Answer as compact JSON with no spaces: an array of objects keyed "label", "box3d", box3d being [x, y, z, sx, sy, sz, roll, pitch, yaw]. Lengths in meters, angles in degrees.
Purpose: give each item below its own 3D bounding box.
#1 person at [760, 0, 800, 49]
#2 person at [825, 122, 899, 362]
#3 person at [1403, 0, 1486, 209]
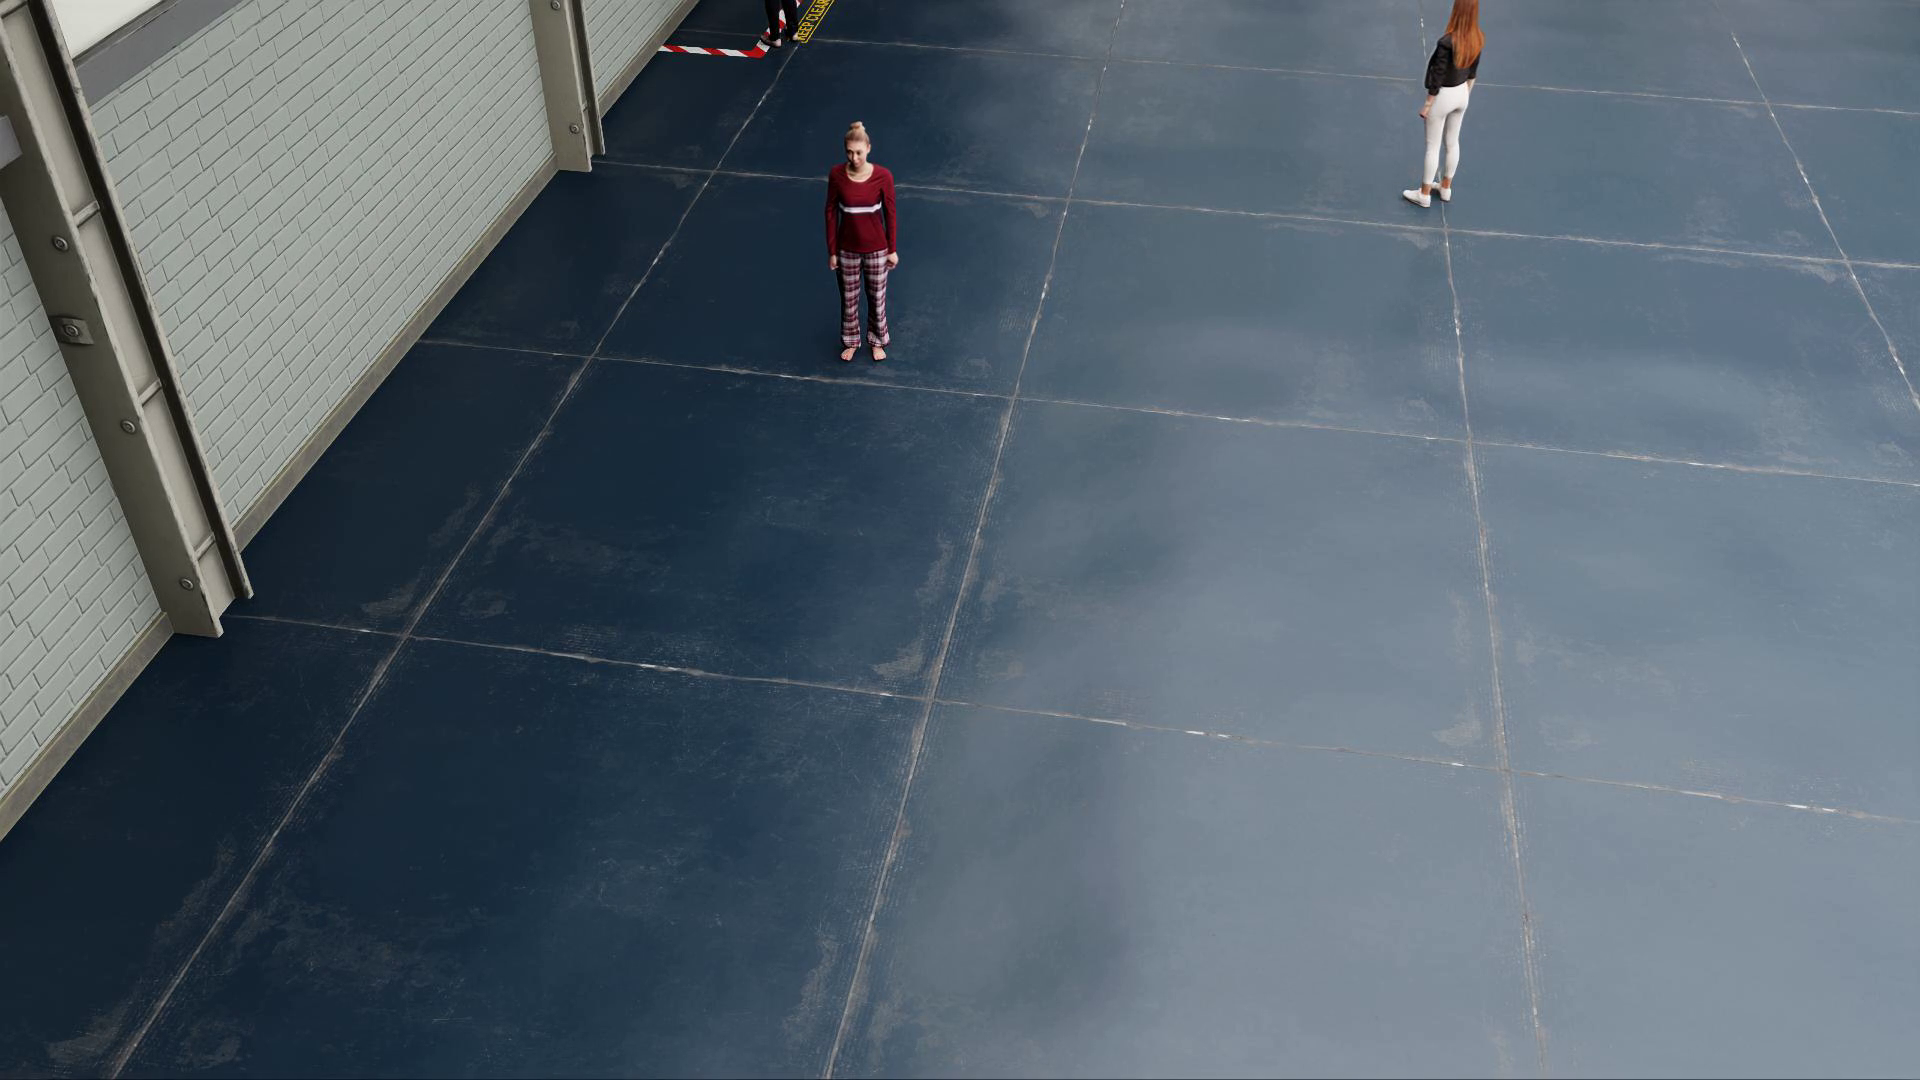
[{"label":"person","box3d":[-1.750,-5.495,15.723,0.758,1.616,0.835,-29,46,-32]},{"label":"person","box3d":[-0.655,-1.976,11.157,0.662,1.700,0.568,0,38,-1]},{"label":"person","box3d":[3.831,-3.452,13.040,0.672,1.704,0.704,-17,41,-21]}]
